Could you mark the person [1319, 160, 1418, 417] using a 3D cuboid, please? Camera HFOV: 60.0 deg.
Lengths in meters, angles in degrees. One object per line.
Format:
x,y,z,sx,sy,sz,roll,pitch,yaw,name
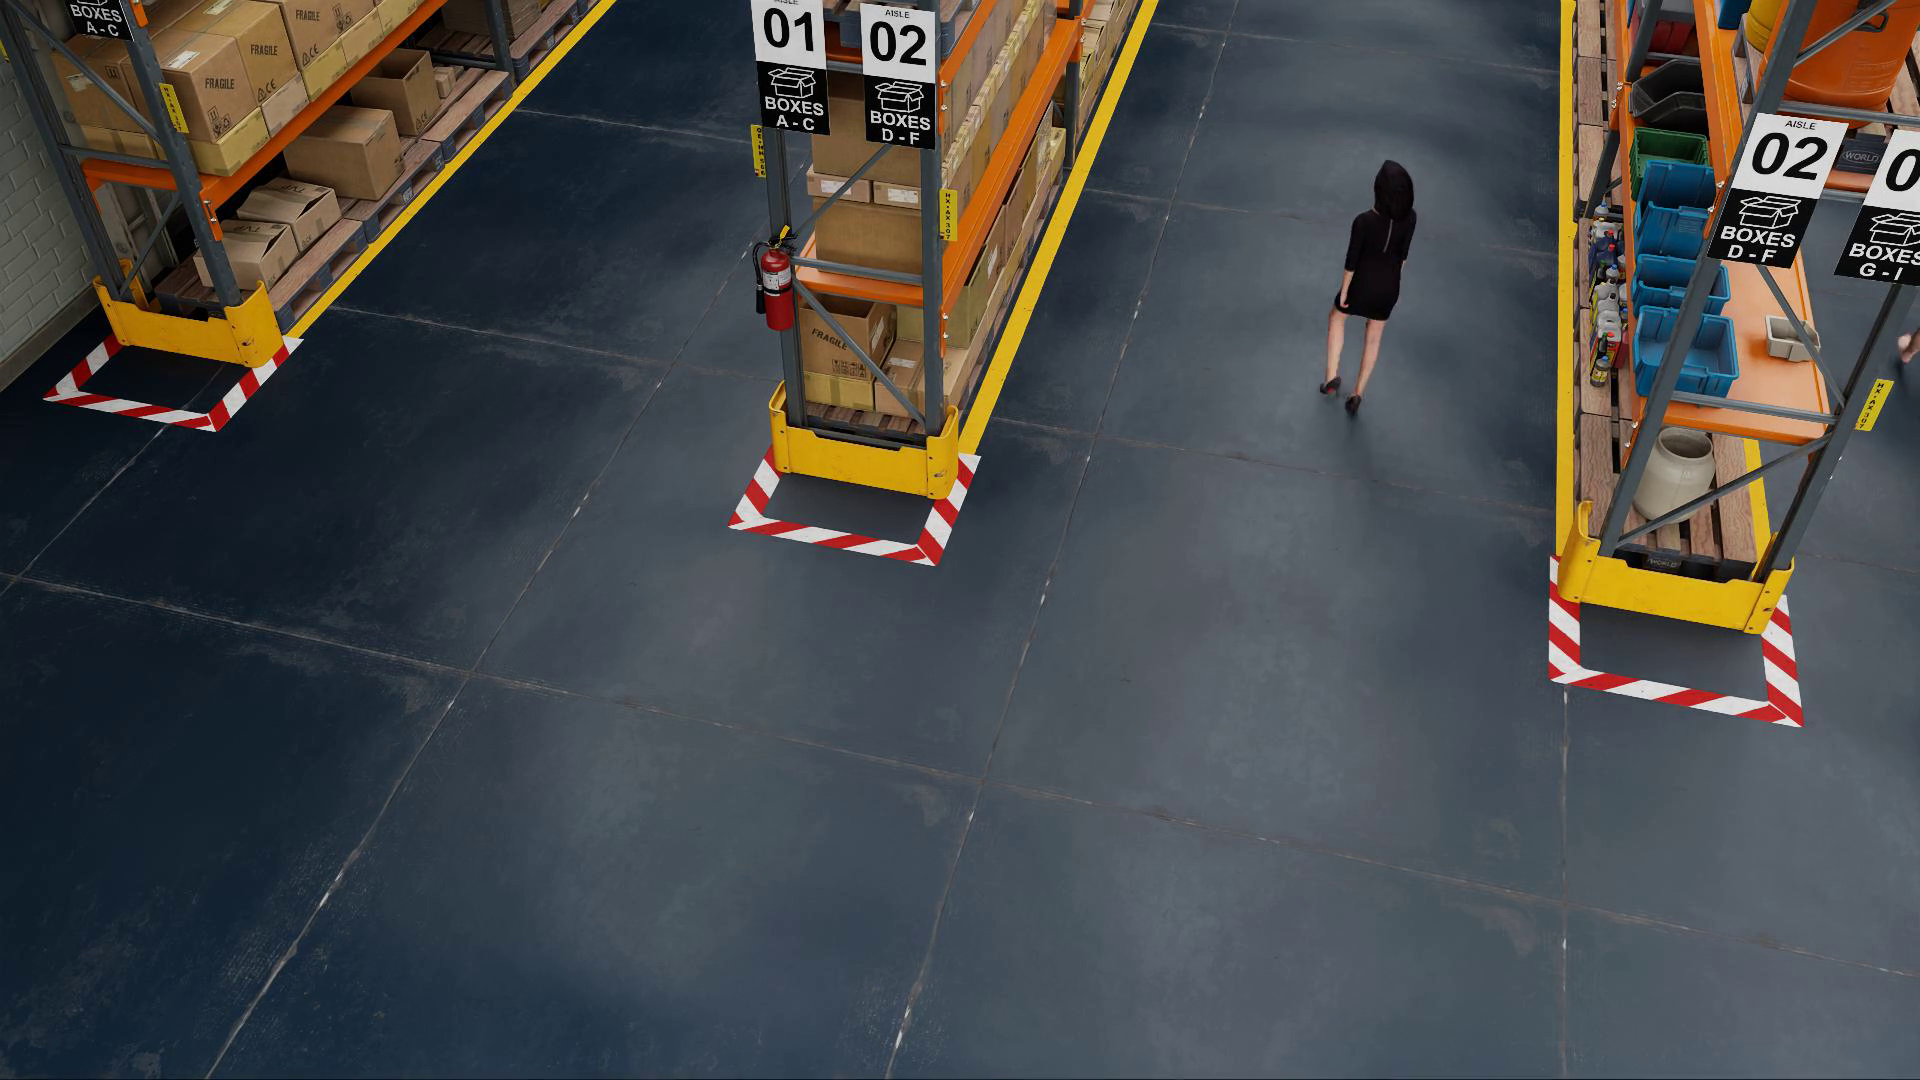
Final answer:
2.631,-1.518,10.557,0.697,1.789,0.713,-4,43,-4,person
